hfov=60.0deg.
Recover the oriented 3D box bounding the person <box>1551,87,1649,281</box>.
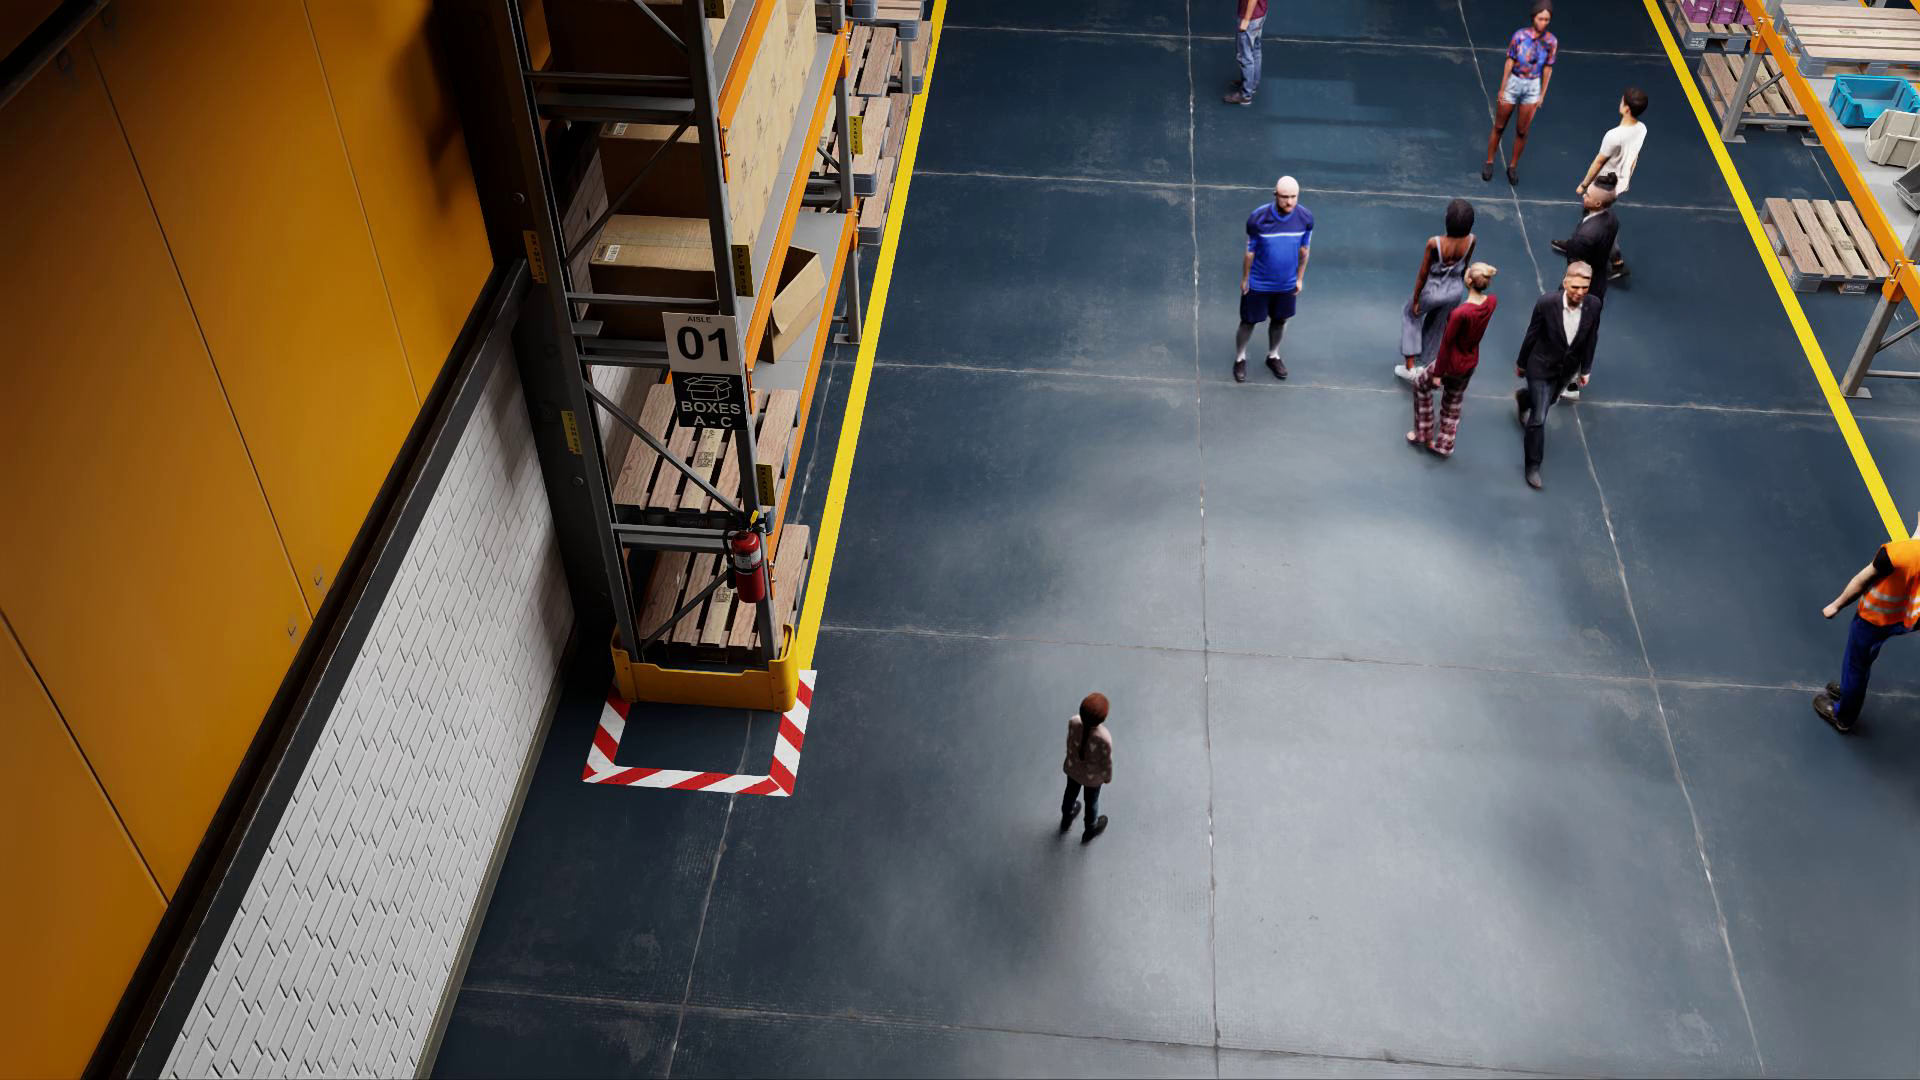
[{"bbox_3d":[5.555,-2.986,14.112,1.059,1.692,1.102,-33,52,-29],"label":"person"}]

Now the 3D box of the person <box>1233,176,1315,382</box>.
[{"bbox_3d":[2.446,-2.048,13.023,0.709,1.837,0.625,-4,44,-4],"label":"person"}]

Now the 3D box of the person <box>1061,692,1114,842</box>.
[{"bbox_3d":[0.749,1.346,9.926,0.544,1.194,0.581,28,50,26],"label":"person"}]

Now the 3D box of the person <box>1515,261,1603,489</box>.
[{"bbox_3d":[4.388,-1.355,12.337,0.740,1.778,1.191,-1,44,-1],"label":"person"}]

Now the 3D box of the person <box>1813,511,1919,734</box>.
[{"bbox_3d":[5.785,0.528,10.299,0.808,1.864,0.825,-12,45,-12],"label":"person"}]

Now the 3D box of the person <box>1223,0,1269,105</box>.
[{"bbox_3d":[2.872,-5.198,16.320,0.781,1.850,0.593,17,46,17],"label":"person"}]

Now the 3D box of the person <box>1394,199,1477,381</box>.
[{"bbox_3d":[3.753,-1.850,12.924,0.627,1.687,0.705,-3,44,-3],"label":"person"}]

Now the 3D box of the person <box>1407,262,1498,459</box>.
[{"bbox_3d":[3.738,-1.290,12.334,0.778,1.688,0.823,-24,49,-23],"label":"person"}]

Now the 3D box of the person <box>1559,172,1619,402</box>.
[{"bbox_3d":[4.839,-1.928,12.824,0.934,1.937,0.841,28,50,26],"label":"person"}]

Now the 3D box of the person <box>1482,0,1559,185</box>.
[{"bbox_3d":[5.145,-4.122,15.267,0.608,1.744,0.569,8,44,8],"label":"person"}]
